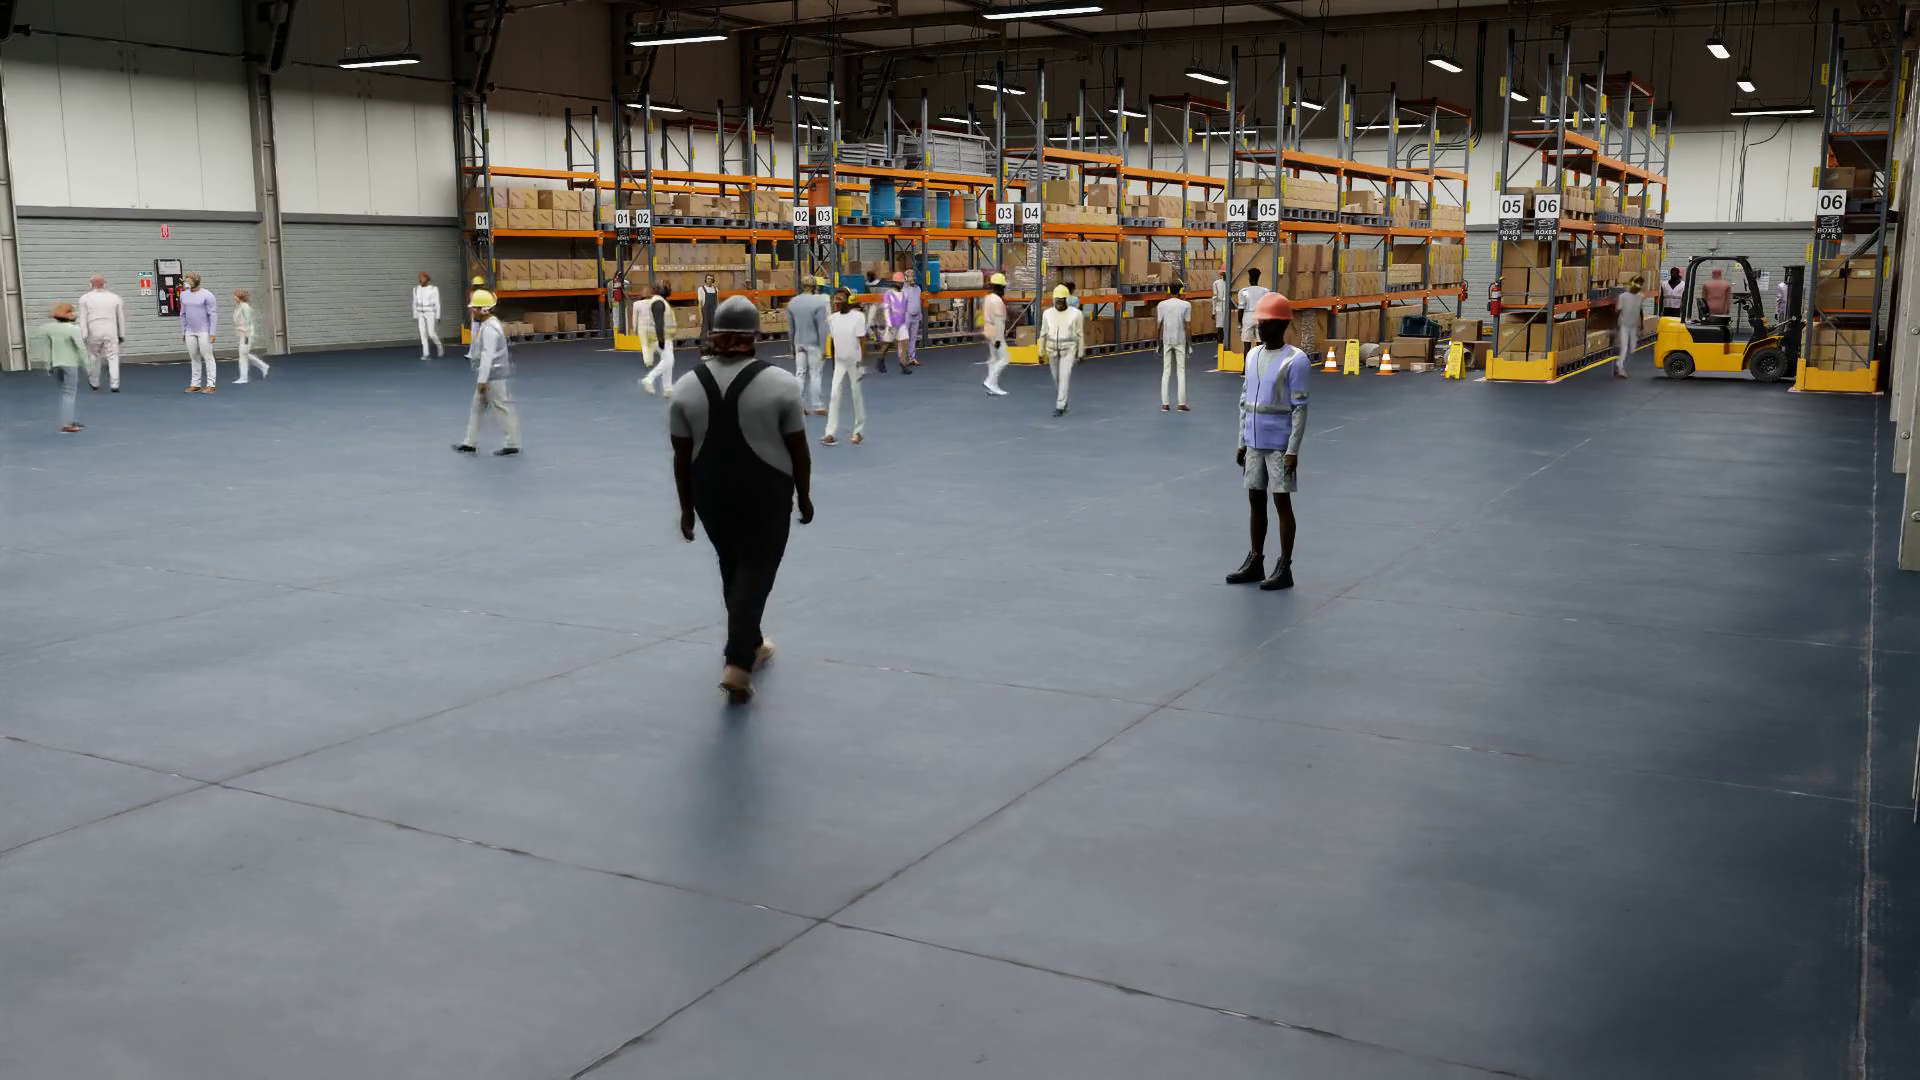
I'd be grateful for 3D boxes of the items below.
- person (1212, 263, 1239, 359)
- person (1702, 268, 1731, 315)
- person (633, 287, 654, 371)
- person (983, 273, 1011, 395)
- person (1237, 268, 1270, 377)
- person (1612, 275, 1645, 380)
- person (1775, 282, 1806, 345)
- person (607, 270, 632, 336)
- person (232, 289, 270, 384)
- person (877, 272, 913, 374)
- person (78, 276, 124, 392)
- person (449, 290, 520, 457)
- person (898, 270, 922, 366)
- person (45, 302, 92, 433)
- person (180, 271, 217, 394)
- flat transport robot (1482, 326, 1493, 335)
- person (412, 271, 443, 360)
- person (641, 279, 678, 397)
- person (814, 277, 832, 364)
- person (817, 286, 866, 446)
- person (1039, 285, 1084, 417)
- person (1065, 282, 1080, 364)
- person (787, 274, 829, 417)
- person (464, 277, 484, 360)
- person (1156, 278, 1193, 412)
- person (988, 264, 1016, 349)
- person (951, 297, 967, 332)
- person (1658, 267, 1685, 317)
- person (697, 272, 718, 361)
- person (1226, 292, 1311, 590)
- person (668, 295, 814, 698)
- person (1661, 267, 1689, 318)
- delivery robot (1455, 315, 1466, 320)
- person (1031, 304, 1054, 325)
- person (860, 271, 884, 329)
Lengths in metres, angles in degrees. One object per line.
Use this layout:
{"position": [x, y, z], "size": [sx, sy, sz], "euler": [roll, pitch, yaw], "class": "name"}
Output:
{"position": [5.604, -4.827, 35.131], "size": [0.606, 2.035, 0.403], "euler": [6, 11, 31], "class": "person"}
{"position": [18.251, -5.613, 40.184], "size": [0.685, 1.870, 0.808], "euler": [3, 10, 19], "class": "person"}
{"position": [-5.981, -4.041, 31.796], "size": [0.498, 1.598, 0.808], "euler": [-3, 10, -18], "class": "person"}
{"position": [0.579, -3.204, 25.972], "size": [0.406, 1.911, 0.600], "euler": [-3, 10, -17], "class": "person"}
{"position": [5.273, -3.897, 29.872], "size": [0.603, 1.966, 0.368], "euler": [-1, 10, -5], "class": "person"}
{"position": [11.807, -3.766, 29.472], "size": [0.617, 1.842, 0.591], "euler": [-2, 10, -13], "class": "person"}
{"position": [18.423, -5.079, 36.937], "size": [0.585, 1.921, 0.392], "euler": [5, 11, 29], "class": "person"}
{"position": [-8.489, -5.841, 41.635], "size": [0.619, 1.840, 0.430], "euler": [1, 10, 6], "class": "person"}
{"position": [-12.201, -3.490, 28.524], "size": [0.597, 1.621, 0.518], "euler": [-8, 12, -38], "class": "person"}
{"position": [-1.216, -4.030, 30.875], "size": [0.540, 1.905, 0.977], "euler": [-6, 11, -32], "class": "person"}
{"position": [-13.832, -3.316, 26.808], "size": [0.673, 1.850, 1.011], "euler": [-7, 12, -36], "class": "person"}
{"position": [-5.183, -1.778, 17.944], "size": [0.839, 1.796, 0.630], "euler": [-3, 10, -16], "class": "person"}
{"position": [-0.988, -4.400, 32.994], "size": [0.643, 1.910, 0.400], "euler": [-9, 13, -43], "class": "person"}
{"position": [-10.995, -2.138, 20.612], "size": [0.524, 1.610, 0.645], "euler": [3, 10, 16], "class": "person"}
{"position": [-12.069, -3.283, 26.372], "size": [0.629, 1.937, 0.379], "euler": [3, 10, 15], "class": "person"}
{"position": [14.462, -5.781, 45.860], "size": [0.652, 0.197, 1.431], "euler": [3, 10, 16], "class": "flat transport robot"}
{"position": [-11.176, -4.709, 34.911], "size": [0.581, 1.867, 0.506], "euler": [2, 10, 14], "class": "person"}
{"position": [-4.593, -3.102, 25.606], "size": [0.506, 1.832, 0.645], "euler": [0, 10, -2], "class": "person"}
{"position": [-2.837, -4.407, 33.487], "size": [0.545, 1.748, 0.413], "euler": [-6, 11, -32], "class": "person"}
{"position": [-1.314, -1.980, 19.040], "size": [0.546, 1.829, 0.900], "euler": [4, 10, 20], "class": "person"}
{"position": [1.401, -2.610, 22.850], "size": [0.607, 1.799, 0.896], "euler": [4, 10, 21], "class": "person"}
{"position": [2.165, -4.366, 33.500], "size": [0.553, 1.658, 0.468], "euler": [6, 11, 32], "class": "person"}
{"position": [-2.042, -2.624, 22.504], "size": [0.634, 1.937, 0.355], "euler": [6, 11, 32], "class": "person"}
{"position": [-10.118, -4.653, 34.953], "size": [0.543, 1.739, 0.667], "euler": [3, 10, 19], "class": "person"}
{"position": [3.013, -2.735, 23.359], "size": [0.535, 1.868, 0.309], "euler": [4, 10, 21], "class": "person"}
{"position": [1.050, -5.509, 39.188], "size": [0.809, 2.023, 0.609], "euler": [-8, 12, -39], "class": "person"}
{"position": [-0.017, -6.265, 44.693], "size": [0.518, 1.639, 0.312], "euler": [9, 13, 42], "class": "person"}
{"position": [16.374, -5.300, 38.228], "size": [0.593, 1.920, 0.391], "euler": [6, 11, 32], "class": "person"}
{"position": [-5.240, -4.669, 34.759], "size": [0.348, 1.842, 0.505], "euler": [9, 14, 44], "class": "person"}
{"position": [2.023, -0.643, 10.908], "size": [0.356, 1.938, 0.545], "euler": [-7, 12, -36], "class": "person"}
{"position": [-1.110, -0.266, 8.396], "size": [0.681, 2.000, 1.048], "euler": [3, 10, 16], "class": "person"}
{"position": [16.978, -5.510, 39.496], "size": [0.578, 1.901, 0.628], "euler": [2, 10, 12], "class": "person"}
{"position": [13.625, -5.938, 45.673], "size": [0.707, 0.478, 0.477], "euler": [-2, 10, -11], "class": "delivery robot"}
{"position": [1.893, -5.185, 37.534], "size": [0.625, 1.934, 0.364], "euler": [0, 10, 1], "class": "person"}
{"position": [-2.328, -6.133, 43.474], "size": [0.645, 1.791, 0.987], "euler": [8, 12, 38], "class": "person"}
